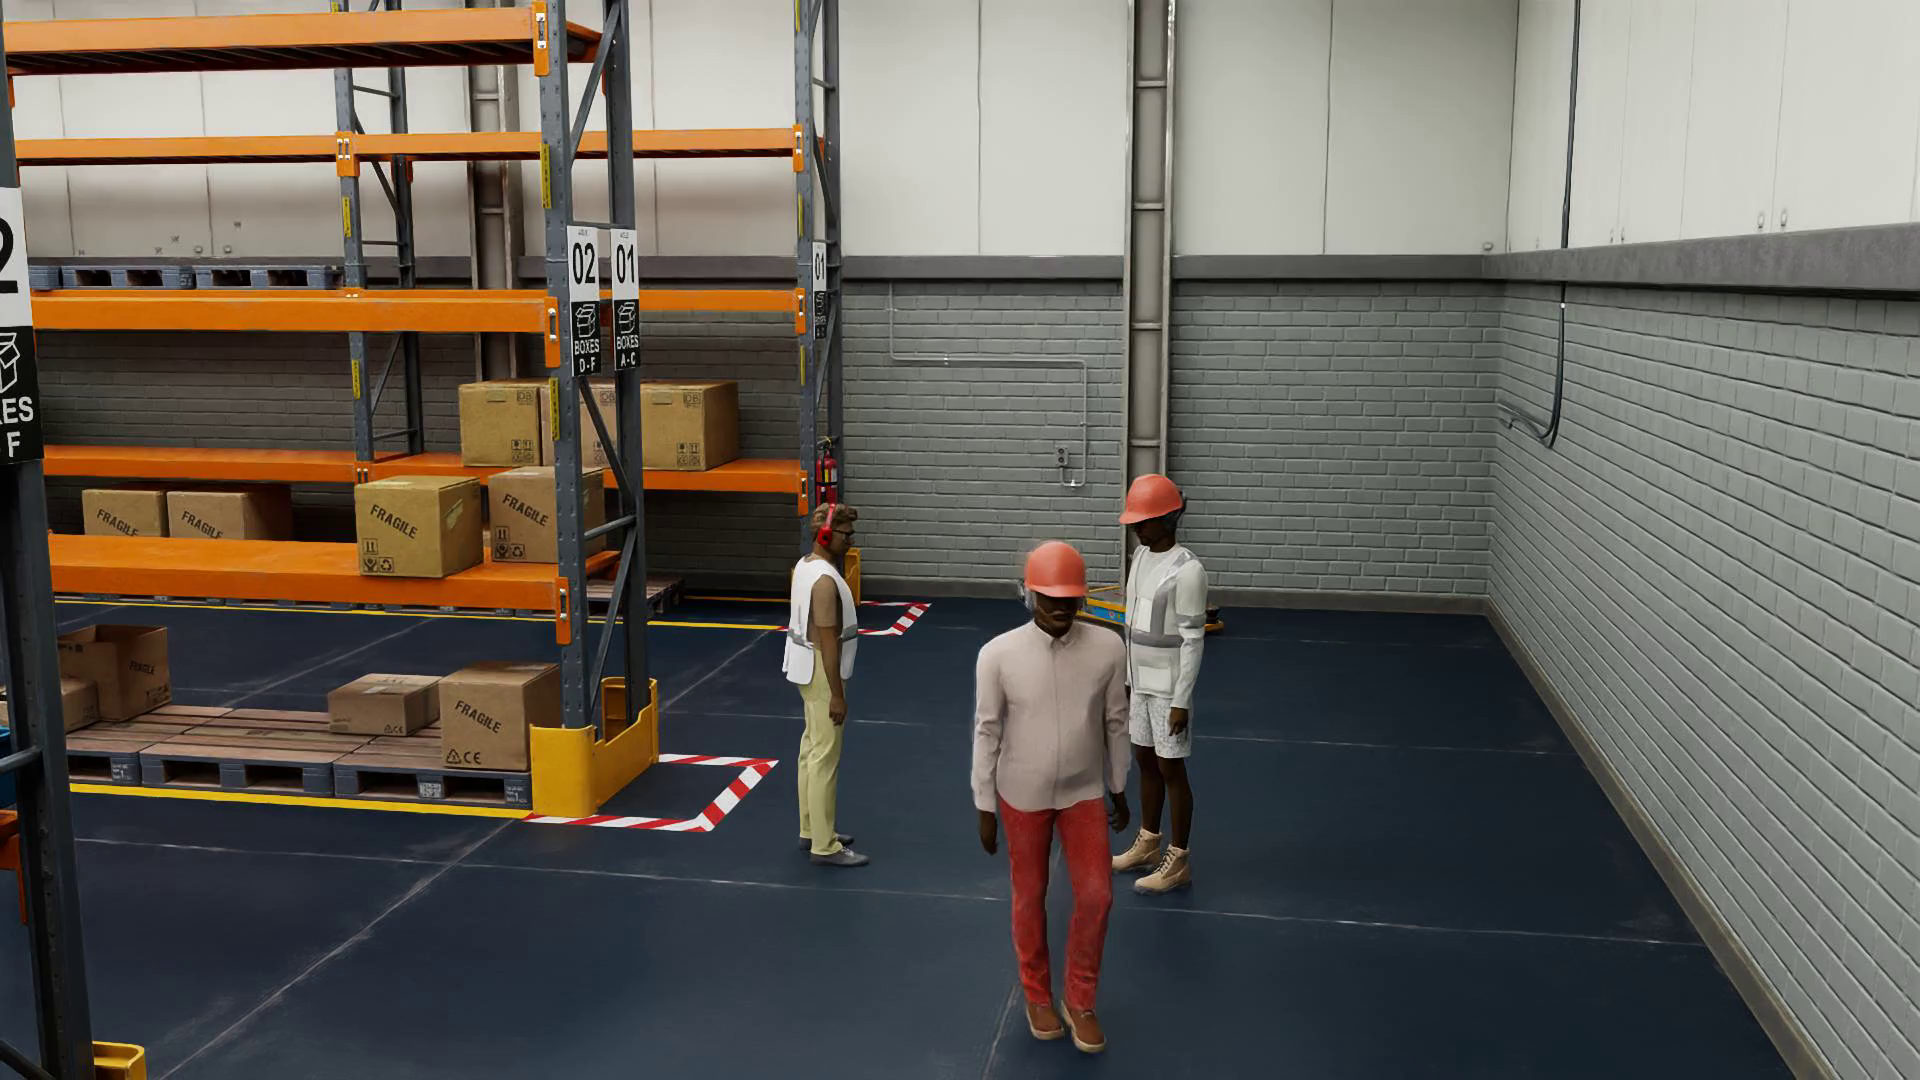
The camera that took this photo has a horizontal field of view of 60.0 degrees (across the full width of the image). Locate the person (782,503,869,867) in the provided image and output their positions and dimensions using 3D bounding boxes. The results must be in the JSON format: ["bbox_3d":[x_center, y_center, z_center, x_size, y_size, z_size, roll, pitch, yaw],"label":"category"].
[{"bbox_3d":[-0.696,0.725,8.417,0.388,1.837,0.564,-2,9,-15],"label":"person"}]

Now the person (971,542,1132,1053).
[{"bbox_3d":[0.368,0.990,6.332,0.658,1.973,0.626,-2,9,-10],"label":"person"}]

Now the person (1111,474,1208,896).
[{"bbox_3d":[0.939,0.689,8.031,0.384,2.035,0.605,-4,10,-22],"label":"person"}]

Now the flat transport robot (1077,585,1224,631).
[{"bbox_3d":[1.497,0.588,14.113,0.652,0.197,1.431,-7,11,-37],"label":"flat transport robot"}]
